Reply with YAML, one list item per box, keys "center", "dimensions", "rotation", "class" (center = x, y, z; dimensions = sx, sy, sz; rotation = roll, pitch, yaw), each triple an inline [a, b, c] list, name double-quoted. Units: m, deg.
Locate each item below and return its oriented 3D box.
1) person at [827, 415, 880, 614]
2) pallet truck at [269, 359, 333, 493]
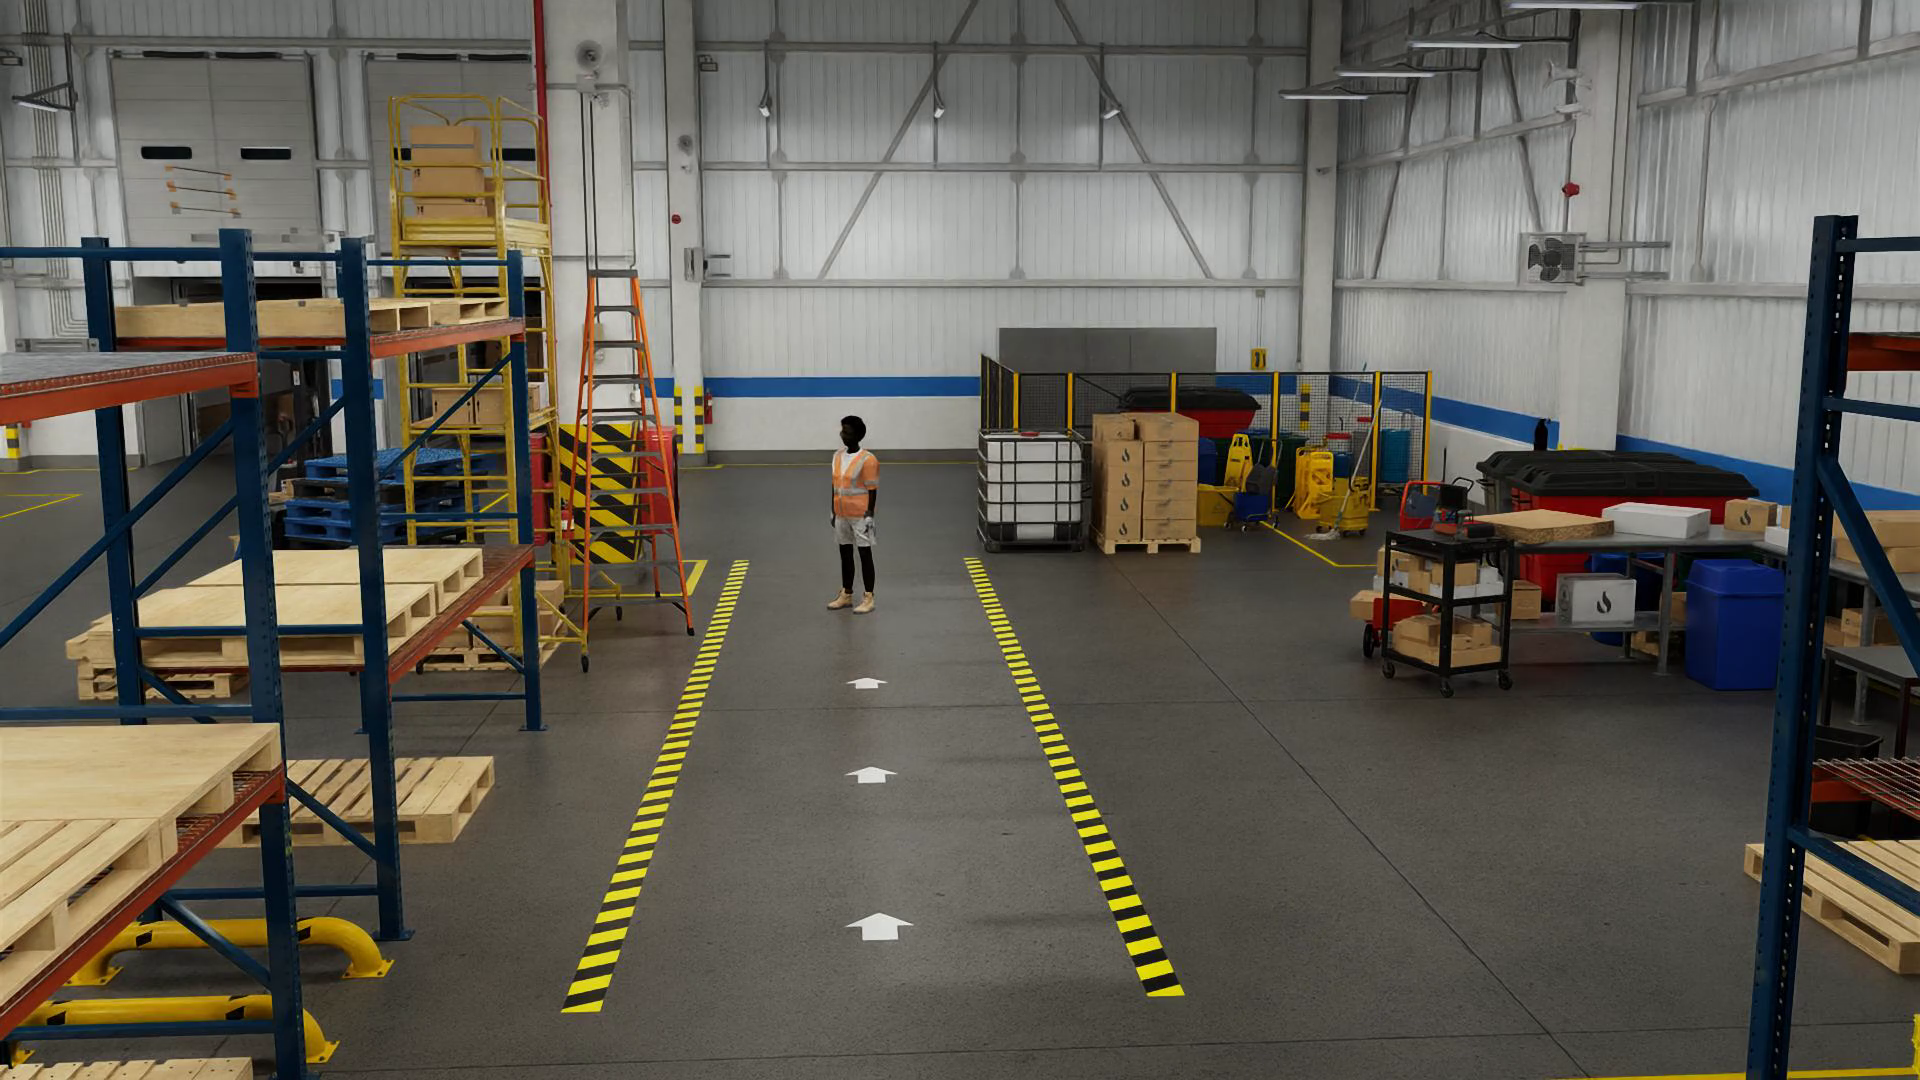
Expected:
- center: [-0.913, -0.219, 14.200]
  dimensions: [0.537, 1.700, 0.318]
  rotation: [8, 12, 41]
  class: "person"
- center: [-7.062, -1.131, 18.996]
  dimensions: [1.885, 1.965, 0.823]
  rotation: [2, 9, 13]
  class: "pallet truck"
